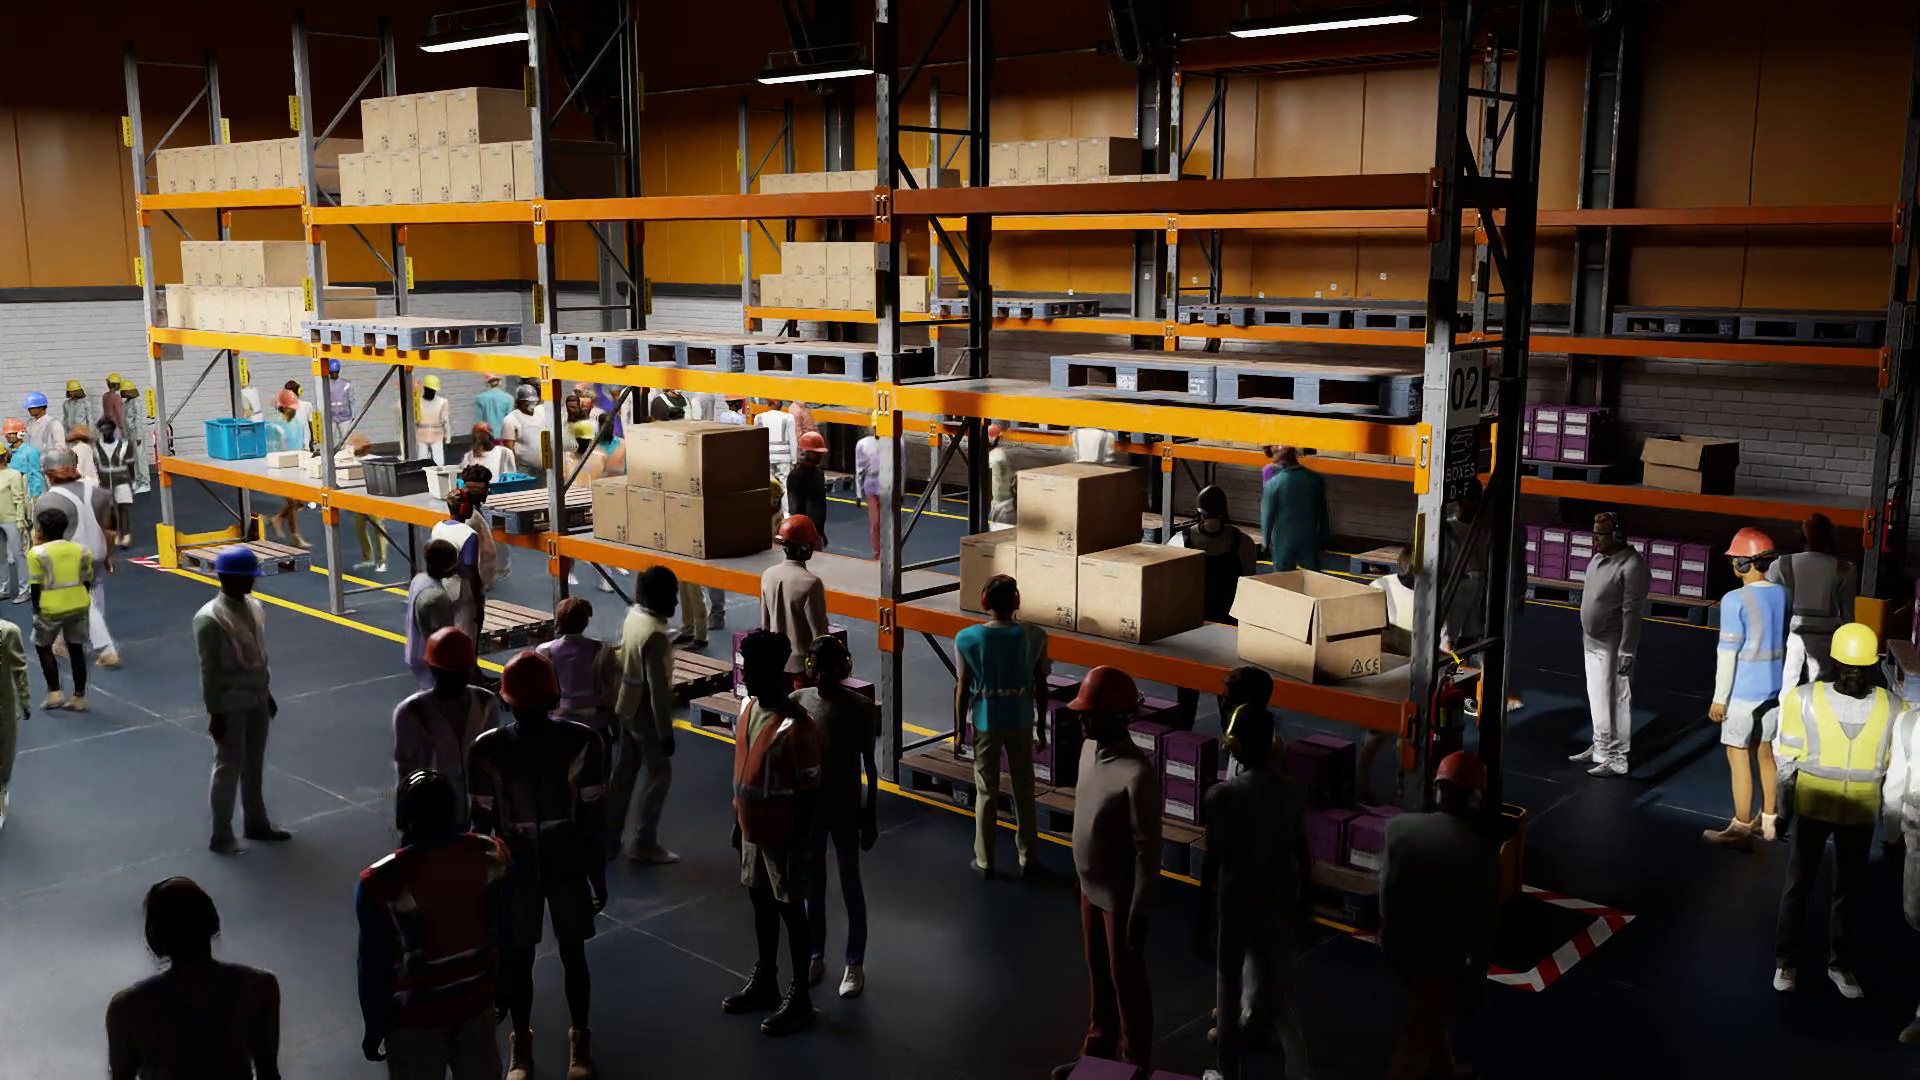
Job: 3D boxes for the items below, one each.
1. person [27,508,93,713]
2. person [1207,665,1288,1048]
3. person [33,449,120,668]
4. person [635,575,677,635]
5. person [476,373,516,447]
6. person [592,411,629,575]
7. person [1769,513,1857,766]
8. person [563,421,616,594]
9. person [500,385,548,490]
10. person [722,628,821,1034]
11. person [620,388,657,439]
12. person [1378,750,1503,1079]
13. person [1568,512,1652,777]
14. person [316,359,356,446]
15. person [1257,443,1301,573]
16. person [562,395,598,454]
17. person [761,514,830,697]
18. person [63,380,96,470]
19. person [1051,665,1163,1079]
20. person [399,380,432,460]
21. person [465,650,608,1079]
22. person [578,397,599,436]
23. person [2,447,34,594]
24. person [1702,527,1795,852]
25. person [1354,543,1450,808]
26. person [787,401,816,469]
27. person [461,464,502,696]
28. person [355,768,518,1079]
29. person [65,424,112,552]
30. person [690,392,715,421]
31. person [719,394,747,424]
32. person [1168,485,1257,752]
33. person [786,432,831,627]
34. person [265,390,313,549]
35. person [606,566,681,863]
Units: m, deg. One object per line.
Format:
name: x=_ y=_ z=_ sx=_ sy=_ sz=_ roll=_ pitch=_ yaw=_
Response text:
person: x=-7.273 y=0.575 z=13.477 sx=0.461 sy=1.664 sz=0.551 roll=7 pitch=12 yaw=34
person: x=1.375 y=1.487 z=7.868 sx=0.348 sy=1.839 sz=0.504 roll=2 pitch=10 yaw=11
person: x=-7.976 y=0.129 z=14.963 sx=1.060 sy=2.000 sz=0.686 roll=4 pitch=11 yaw=20
person: x=-2.992 y=-0.008 z=16.127 sx=0.404 sy=1.908 sz=0.597 roll=-7 pitch=12 yaw=-35
person: x=-6.914 y=-1.571 z=24.815 sx=0.640 sy=1.952 sz=0.797 roll=2 pitch=10 yaw=11
person: x=-4.122 y=-0.573 z=19.376 sx=0.591 sy=1.897 sz=0.833 roll=-5 pitch=11 yaw=-26
person: x=6.090 y=0.738 z=11.958 sx=0.584 sy=1.883 sz=0.337 roll=4 pitch=11 yaw=21
person: x=-4.160 y=-0.384 z=18.340 sx=0.604 sy=1.881 sz=0.993 roll=-8 pitch=13 yaw=-36
person: x=-5.439 y=-0.962 z=21.129 sx=0.539 sy=2.000 sz=0.689 roll=7 pitch=12 yaw=33
person: x=-0.914 y=1.388 z=8.053 sx=0.367 sy=1.966 sz=0.606 roll=-9 pitch=13 yaw=-41
person: x=-4.898 y=-1.681 z=25.485 sx=0.635 sy=1.937 sz=0.354 roll=-9 pitch=13 yaw=-41
person: x=2.024 y=1.724 z=7.016 sx=0.976 sy=1.661 sz=0.574 roll=-7 pitch=12 yaw=-35
person: x=4.651 y=0.736 z=11.960 sx=0.403 sy=1.895 sz=0.647 roll=-2 pitch=10 yaw=-9
person: x=-10.220 y=-2.000 z=27.270 sx=0.615 sy=1.942 sz=0.407 roll=-4 pitch=11 yaw=-23
person: x=3.322 y=-0.238 z=17.432 sx=0.782 sy=1.895 sz=0.571 roll=10 pitch=14 yaw=44
person: x=-4.841 y=-0.870 z=20.949 sx=0.593 sy=1.922 sz=0.391 roll=2 pitch=10 yaw=10
person: x=-1.083 y=0.816 z=11.206 sx=0.612 sy=1.995 sz=0.376 roll=9 pitch=14 yaw=42
person: x=-13.583 y=-1.604 z=25.630 sx=0.485 sy=1.737 sz=0.324 roll=1 pitch=10 yaw=8
person: x=0.651 y=1.516 z=7.245 sx=0.391 sy=1.995 sz=0.613 roll=-4 pitch=11 yaw=-21
person: x=-8.385 y=-1.613 z=25.733 sx=0.892 sy=1.704 sz=0.562 roll=4 pitch=11 yaw=19
person: x=-1.863 y=1.475 z=7.391 sx=0.601 sy=2.036 sz=0.407 roll=-2 pitch=10 yaw=-12
person: x=-4.690 y=-0.861 z=21.001 sx=0.337 sy=1.882 sz=0.583 roll=-1 pitch=10 yaw=-7
person: x=-10.277 y=-0.196 z=17.935 sx=0.514 sy=1.641 sz=0.309 roll=-3 pitch=10 yaw=-17
person: x=4.967 y=0.929 z=10.504 sx=0.622 sy=2.029 sz=0.451 roll=-6 pitch=12 yaw=-32
person: x=2.931 y=0.913 z=11.153 sx=0.684 sy=1.827 sz=0.657 roll=-4 pitch=11 yaw=-20
person: x=-2.165 y=-1.211 z=22.918 sx=0.399 sy=1.909 sz=0.642 roll=1 pitch=10 yaw=3
person: x=-4.087 y=0.331 z=14.046 sx=0.375 sy=1.959 sz=0.600 roll=-3 pitch=10 yaw=-16
person: x=-1.983 y=1.759 z=6.310 sx=0.626 sy=1.844 sz=0.429 roll=-9 pitch=14 yaw=-43
person: x=-10.838 y=-0.620 z=20.489 sx=0.695 sy=1.584 sz=0.553 roll=0 pitch=10 yaw=2
person: x=-3.842 y=-1.557 z=24.757 sx=0.384 sy=1.948 sz=0.605 roll=3 pitch=10 yaw=14
person: x=-2.965 y=-1.067 z=22.002 sx=0.354 sy=1.942 sz=0.545 roll=-8 pitch=13 yaw=-38
person: x=1.866 y=0.581 z=12.405 sx=0.684 sy=2.000 sz=0.535 roll=1 pitch=10 yaw=4
person: x=-1.459 y=-0.067 z=16.208 sx=0.399 sy=1.989 sz=0.622 roll=4 pitch=11 yaw=23
person: x=-8.441 y=-0.885 z=20.799 sx=0.655 sy=2.011 sz=0.613 roll=4 pitch=11 yaw=21
person: x=-1.976 y=1.068 z=10.153 sx=0.505 sy=1.874 sz=0.675 roll=-5 pitch=11 yaw=-24
